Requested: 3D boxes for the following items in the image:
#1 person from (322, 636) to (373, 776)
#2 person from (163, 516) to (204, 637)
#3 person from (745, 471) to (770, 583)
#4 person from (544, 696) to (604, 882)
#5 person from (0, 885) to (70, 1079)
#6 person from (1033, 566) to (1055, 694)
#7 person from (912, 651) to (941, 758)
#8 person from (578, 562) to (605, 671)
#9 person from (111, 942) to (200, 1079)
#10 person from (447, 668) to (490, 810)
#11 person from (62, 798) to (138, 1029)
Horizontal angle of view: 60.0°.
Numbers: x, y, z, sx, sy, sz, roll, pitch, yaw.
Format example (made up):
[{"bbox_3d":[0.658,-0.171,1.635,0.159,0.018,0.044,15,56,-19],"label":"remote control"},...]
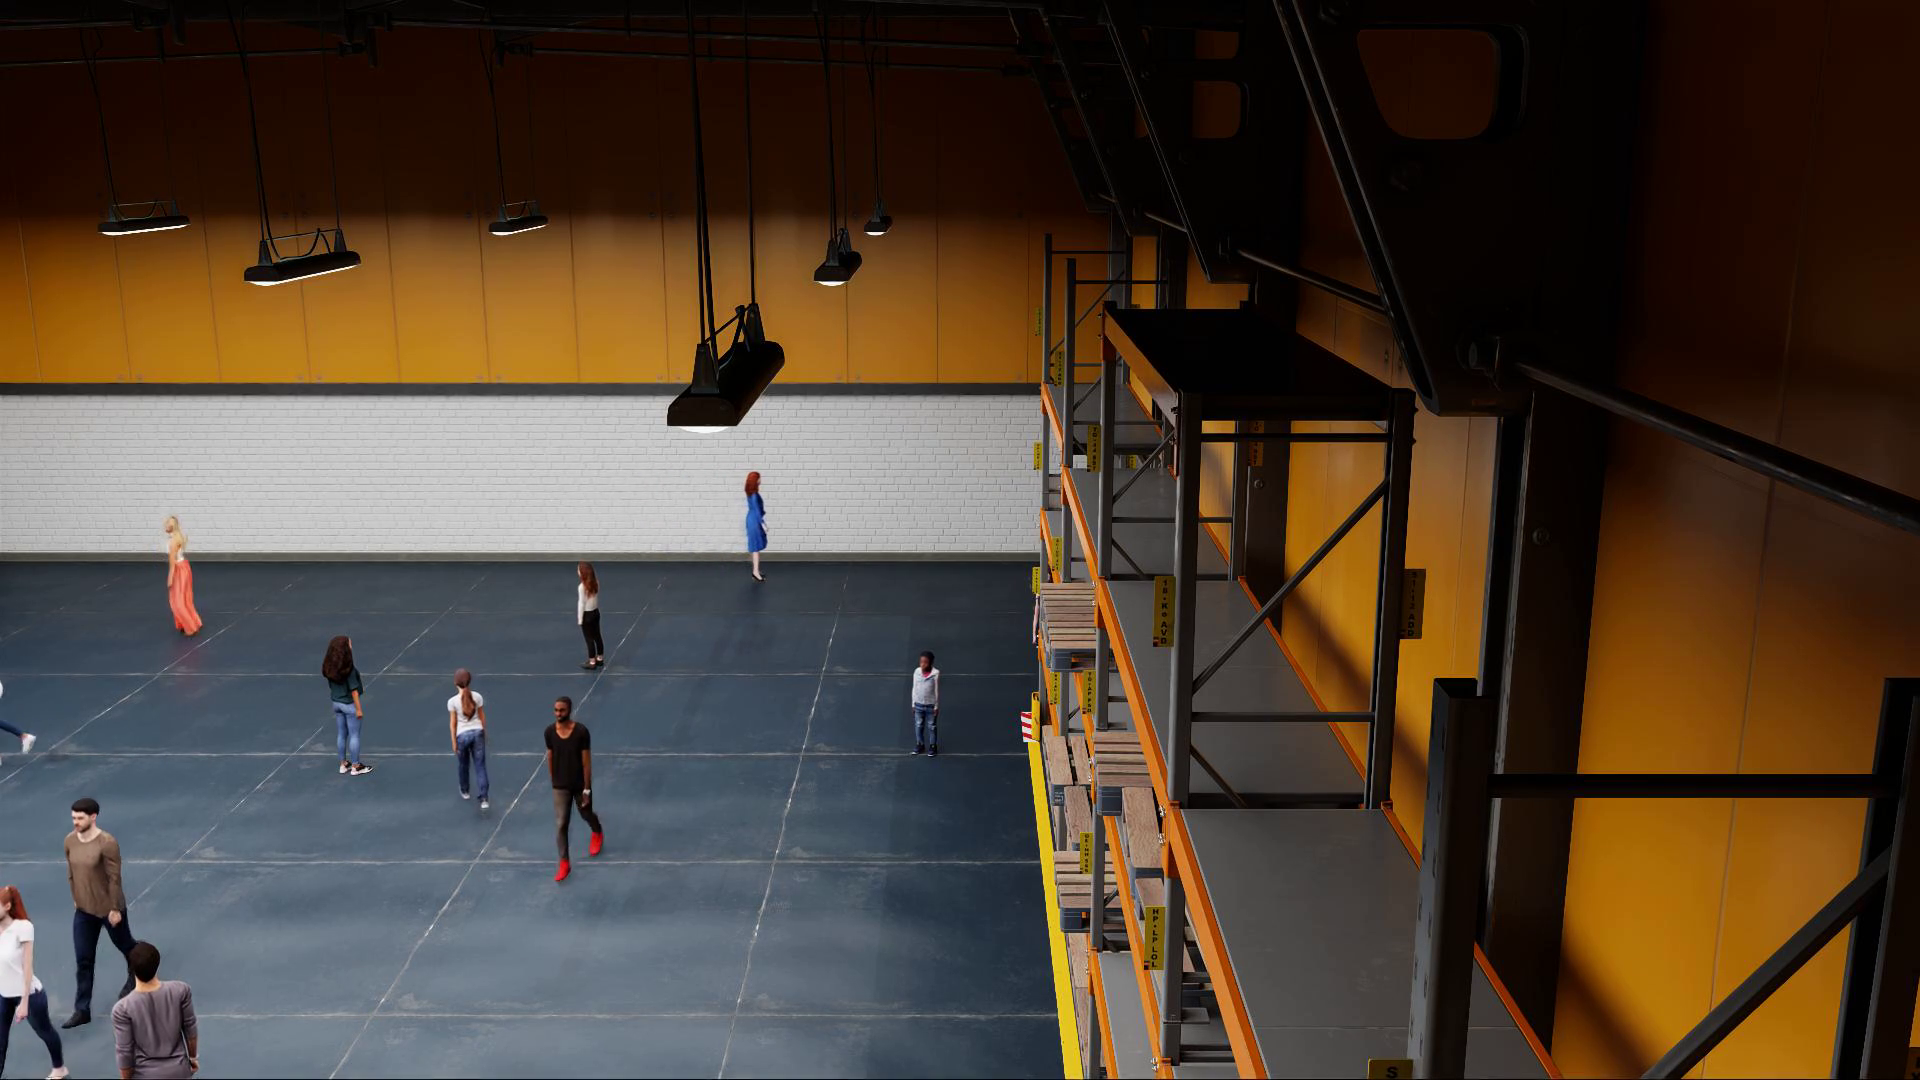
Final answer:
[{"bbox_3d":[-6.956,1.864,18.849,0.705,1.617,0.738,7,15,28],"label":"person"},{"bbox_3d":[-11.327,0.494,24.155,0.889,1.783,0.700,-1,14,-3],"label":"person"},{"bbox_3d":[-3.351,-0.212,26.978,0.735,1.826,0.586,-3,14,-13],"label":"person"},{"bbox_3d":[-3.778,2.376,16.387,0.698,1.781,1.170,1,14,4],"label":"person"},{"bbox_3d":[-6.953,3.374,12.442,0.708,1.698,1.114,3,14,11],"label":"person"},{"bbox_3d":[1.168,1.175,21.430,0.672,1.742,0.697,9,16,34],"label":"person"},{"bbox_3d":[-0.386,1.892,19.491,0.544,1.261,0.569,5,14,20],"label":"person"},{"bbox_3d":[-5.027,1.019,22.631,0.663,1.480,0.541,6,15,24],"label":"person"},{"bbox_3d":[-5.404,3.586,11.238,0.737,1.853,0.789,-13,19,-42],"label":"person"},{"bbox_3d":[-5.229,2.156,17.831,0.830,1.529,1.136,-6,15,-22],"label":"person"},{"bbox_3d":[-7.028,2.995,13.709,0.743,1.838,1.171,1,14,6],"label":"person"}]
